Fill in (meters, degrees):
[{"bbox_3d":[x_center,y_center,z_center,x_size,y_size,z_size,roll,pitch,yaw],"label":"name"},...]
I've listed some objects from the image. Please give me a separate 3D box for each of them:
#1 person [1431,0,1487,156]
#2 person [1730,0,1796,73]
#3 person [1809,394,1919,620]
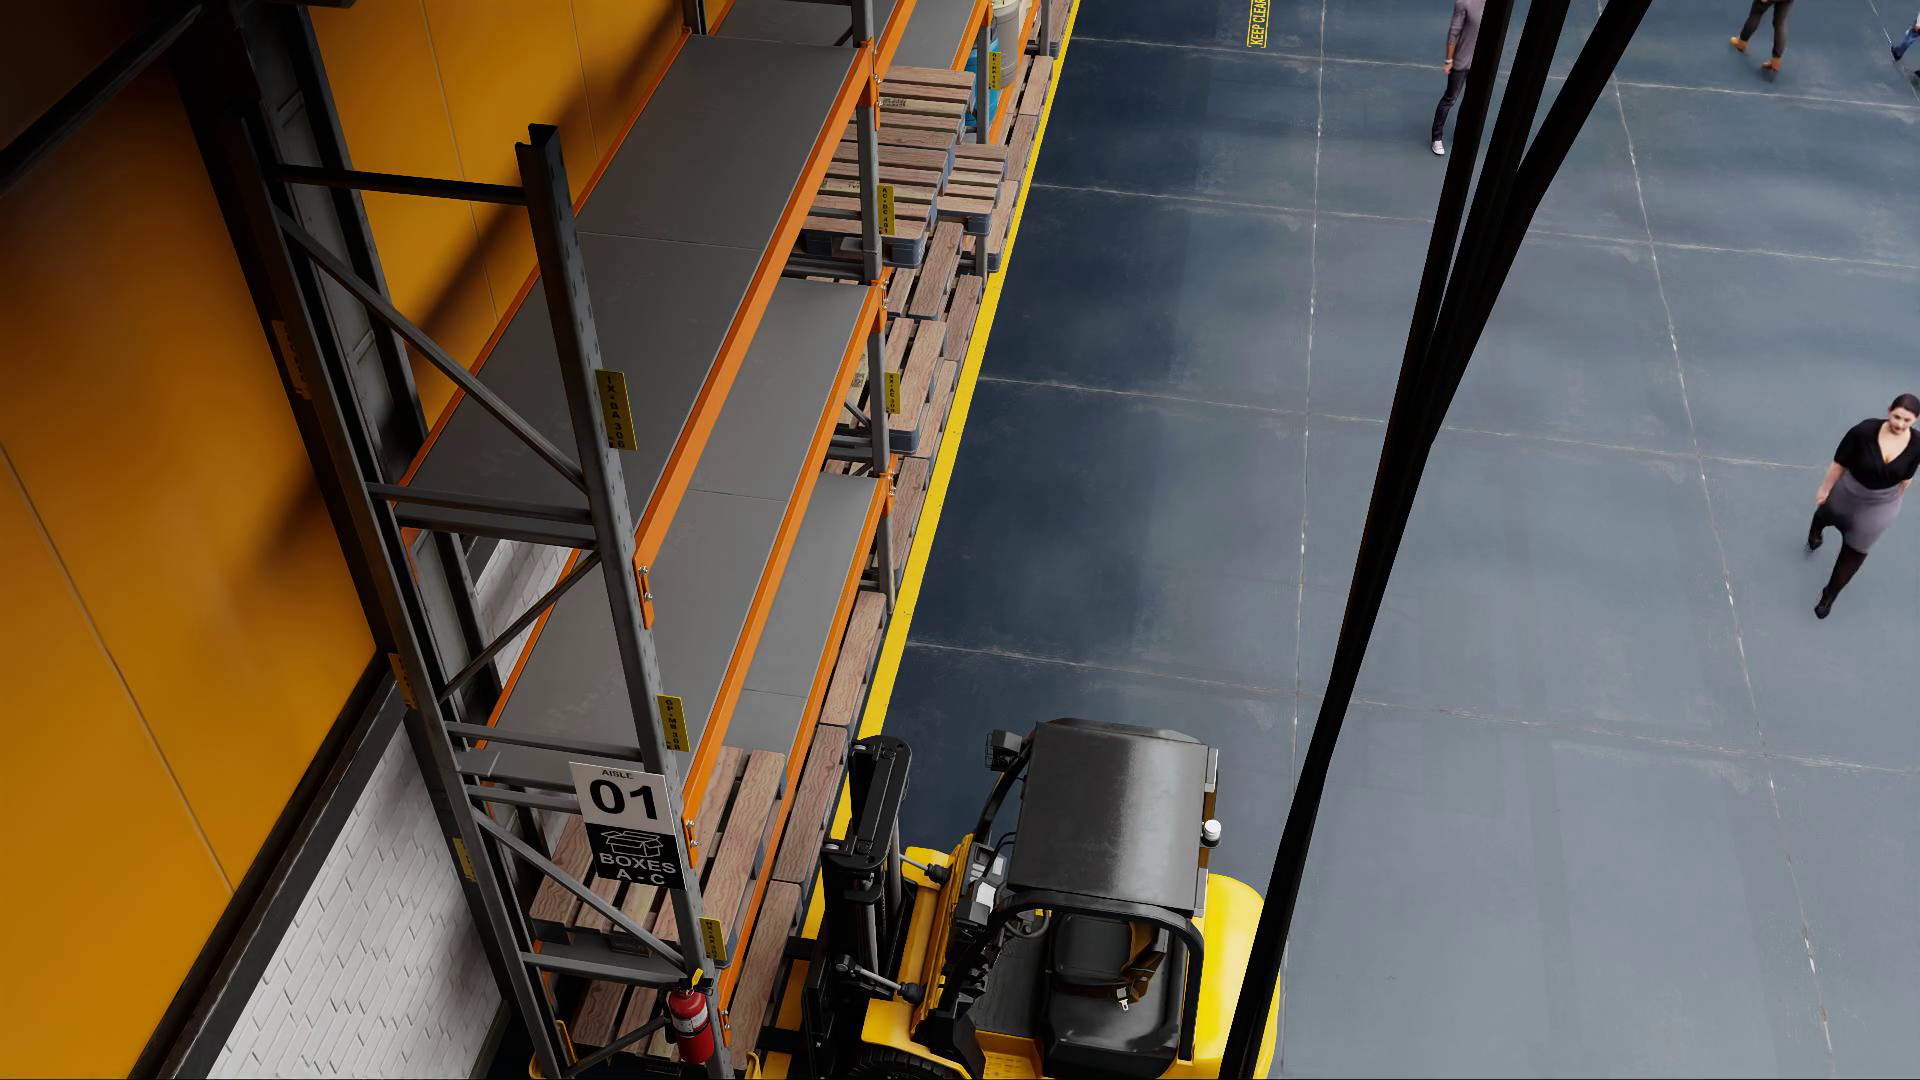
[{"bbox_3d":[4.795,-4.547,15.639,0.749,1.856,0.717,-12,45,-12],"label":"person"},{"bbox_3d":[8.355,-5.567,16.833,0.847,1.685,1.162,-4,44,-5],"label":"person"},{"bbox_3d":[6.118,-0.347,11.328,0.847,1.722,1.179,17,46,17],"label":"person"}]
